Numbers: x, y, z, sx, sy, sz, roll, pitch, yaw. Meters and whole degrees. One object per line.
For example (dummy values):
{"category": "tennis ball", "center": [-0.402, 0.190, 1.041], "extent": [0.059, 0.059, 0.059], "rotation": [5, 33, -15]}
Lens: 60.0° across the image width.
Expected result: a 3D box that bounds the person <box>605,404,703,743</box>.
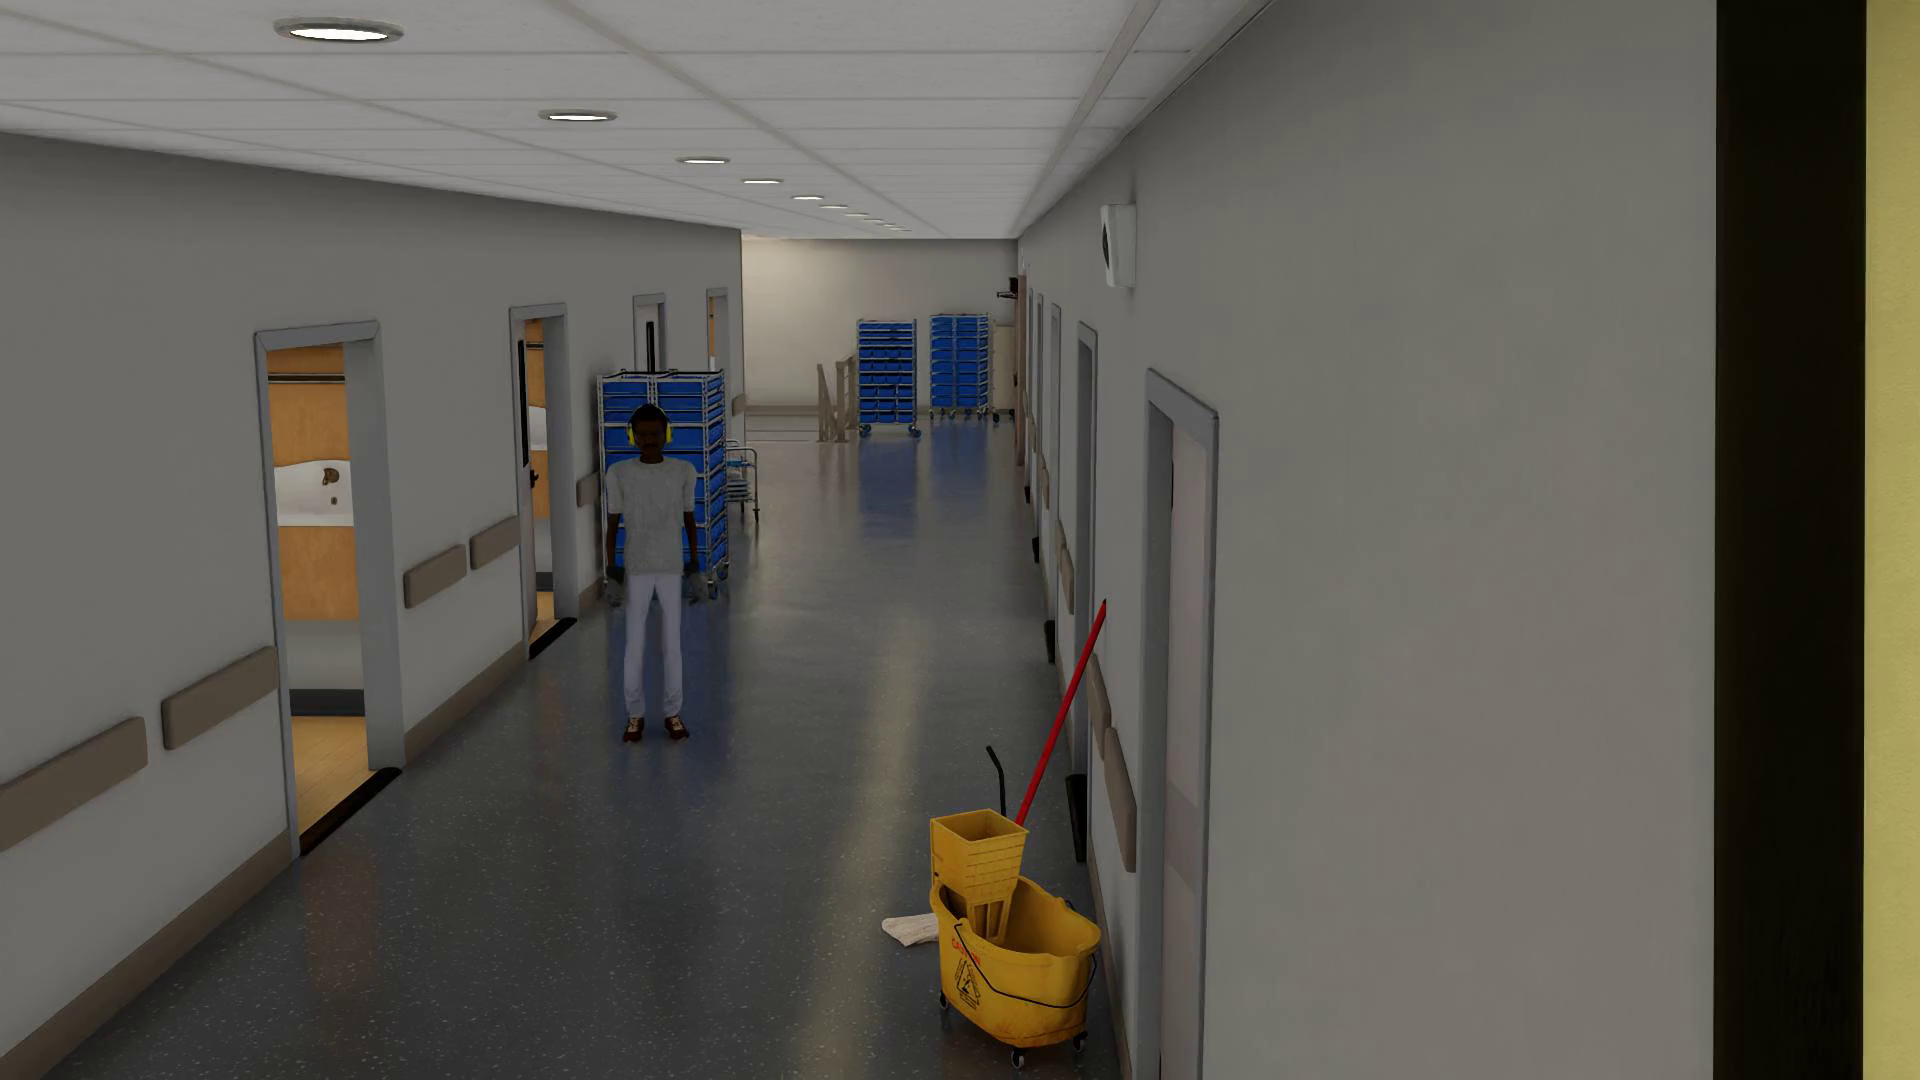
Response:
{"category": "person", "center": [-1.676, 0.181, 9.100], "extent": [0.532, 1.868, 0.310], "rotation": [-3, 10, -16]}
